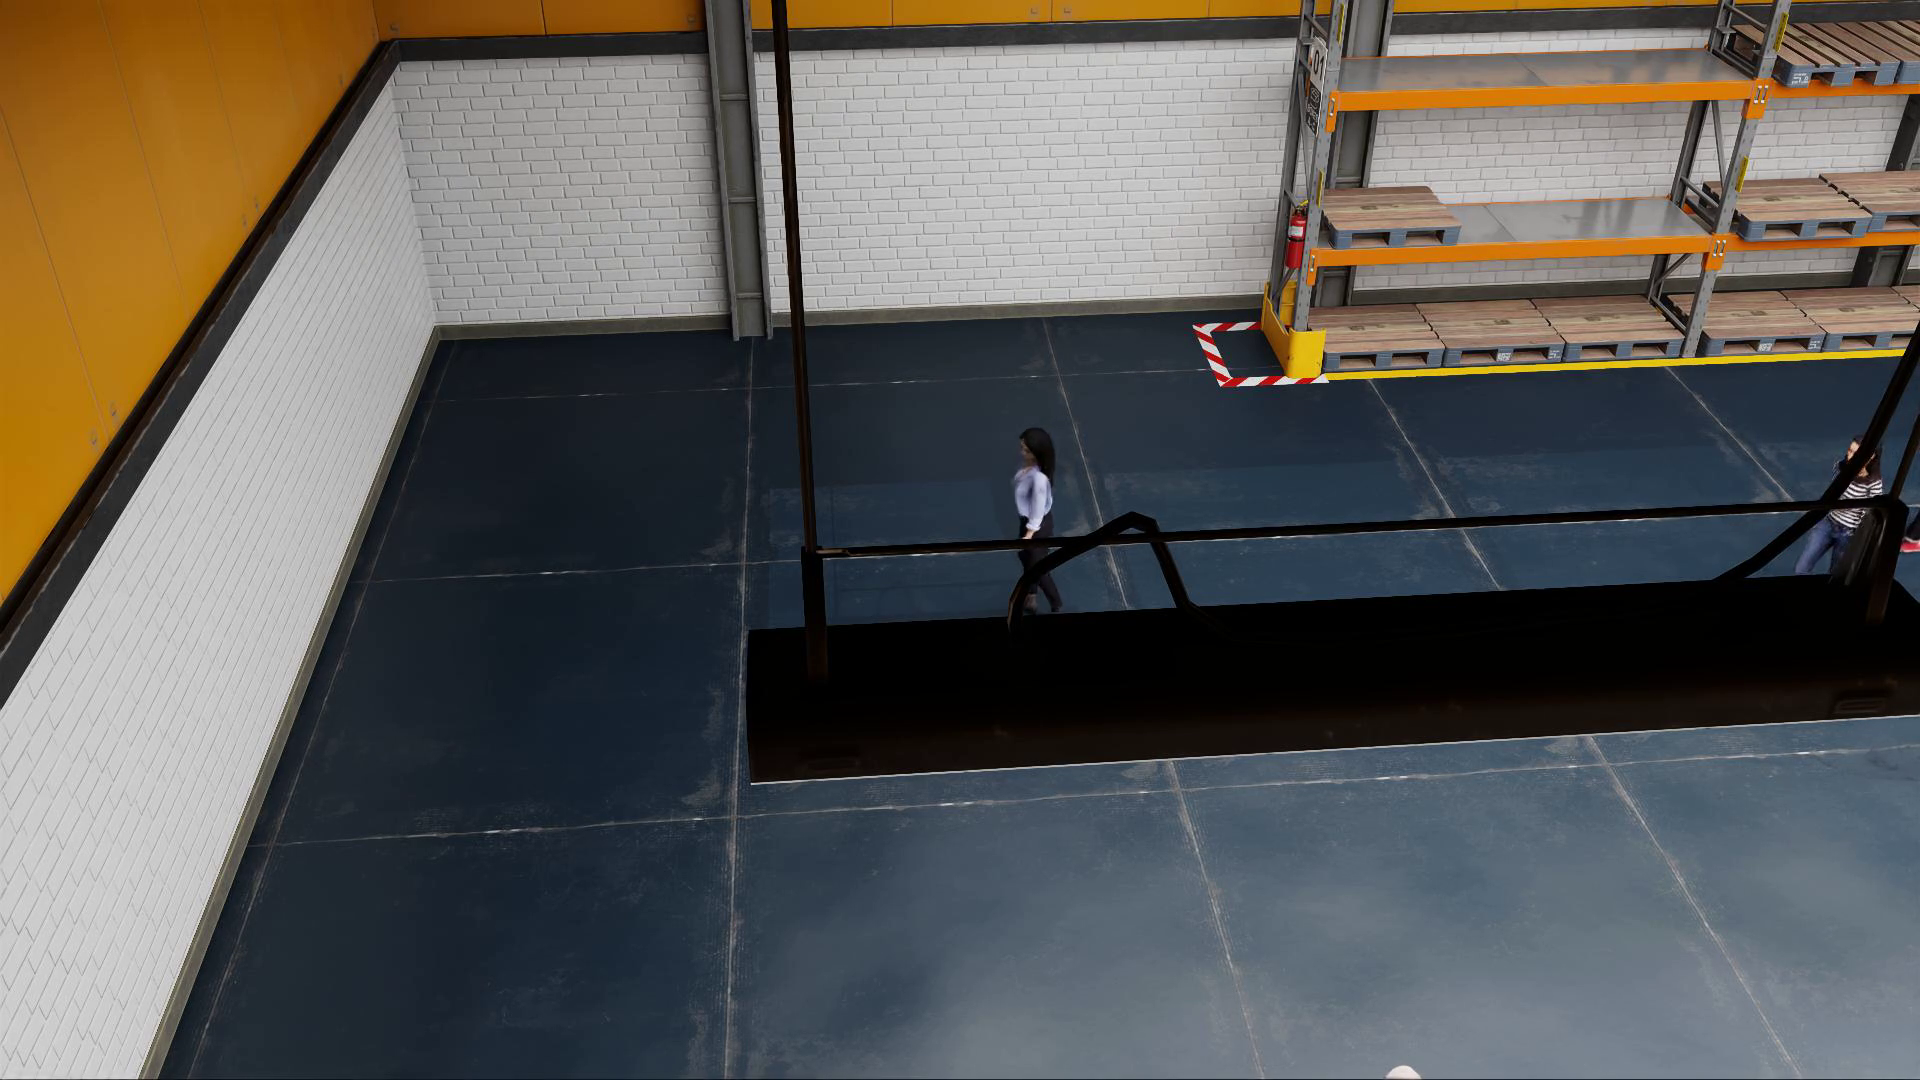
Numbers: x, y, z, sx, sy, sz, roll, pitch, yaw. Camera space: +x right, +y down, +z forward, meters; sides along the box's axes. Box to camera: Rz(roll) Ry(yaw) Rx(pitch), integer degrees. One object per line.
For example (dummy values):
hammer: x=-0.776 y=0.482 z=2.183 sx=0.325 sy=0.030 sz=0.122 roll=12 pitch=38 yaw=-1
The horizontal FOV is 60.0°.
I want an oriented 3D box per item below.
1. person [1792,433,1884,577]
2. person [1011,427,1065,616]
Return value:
person: x=6.547 y=-0.018 z=12.255 sx=0.775 sy=1.780 sz=0.726 roll=-17 pitch=37 yaw=-23
person: x=0.557 y=-0.107 z=12.426 sx=0.662 sy=1.738 sz=0.725 roll=3 pitch=34 yaw=5
